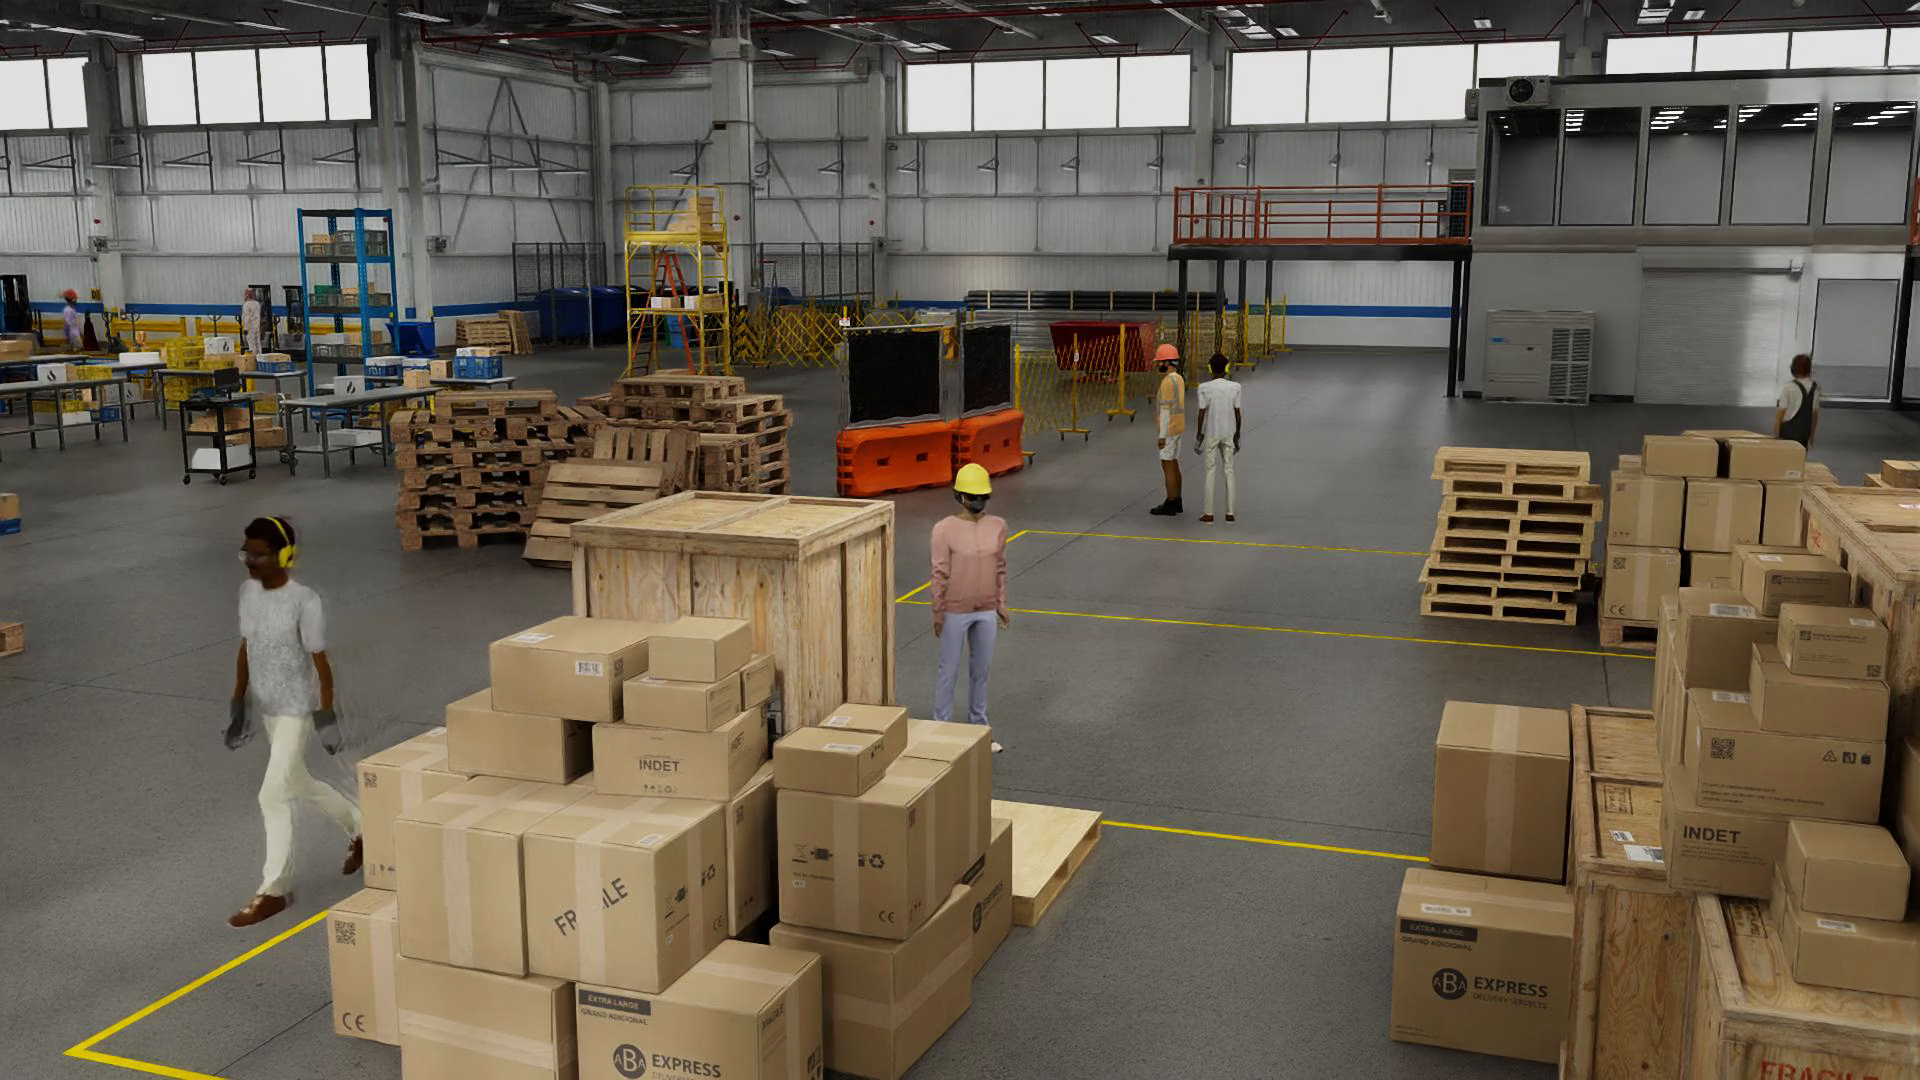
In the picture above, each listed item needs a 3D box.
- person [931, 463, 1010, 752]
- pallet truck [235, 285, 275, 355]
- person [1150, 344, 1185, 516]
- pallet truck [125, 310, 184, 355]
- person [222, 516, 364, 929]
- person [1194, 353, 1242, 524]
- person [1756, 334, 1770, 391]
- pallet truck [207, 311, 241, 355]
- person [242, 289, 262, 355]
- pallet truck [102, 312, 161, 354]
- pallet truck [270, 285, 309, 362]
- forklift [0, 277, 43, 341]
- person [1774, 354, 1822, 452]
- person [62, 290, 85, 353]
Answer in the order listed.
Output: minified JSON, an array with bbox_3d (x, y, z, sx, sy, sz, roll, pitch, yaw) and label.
[{"bbox_3d":[0.071,0.420,9.850,0.527,1.768,0.331,-6,12,-31],"label":"person"},{"bbox_3d":[-18.327,-5.835,44.421,0.823,1.965,1.885,4,11,23],"label":"pallet truck"},{"bbox_3d":[2.335,-1.238,18.744,0.383,1.929,0.538,4,11,20],"label":"person"},{"bbox_3d":[-22.038,-5.665,45.457,0.704,1.261,1.522,3,11,17],"label":"pallet truck"},{"bbox_3d":[-3.060,0.773,7.691,0.520,1.836,0.886,7,12,33],"label":"person"},{"bbox_3d":[2.819,-1.105,18.164,0.518,1.865,0.326,-1,10,-4],"label":"person"},{"bbox_3d":[15.501,-3.477,32.136,0.268,1.632,0.506,-2,10,-13],"label":"person"},{"bbox_3d":[-19.537,-5.575,44.913,0.653,1.274,1.630,3,11,19],"label":"pallet truck"},{"bbox_3d":[-17.927,-5.370,42.048,0.409,1.913,0.649,1,10,5],"label":"person"},{"bbox_3d":[-23.057,-5.777,46.261,0.680,1.201,1.601,3,11,19],"label":"pallet truck"},{"bbox_3d":[-17.147,-5.700,43.663,0.823,1.965,1.885,3,11,17],"label":"pallet truck"},{"bbox_3d":[-27.151,-6.329,46.328,1.157,1.987,2.680,3,11,17],"label":"forklift"},{"bbox_3d":[9.300,-1.152,18.501,0.541,1.834,0.541,-3,10,-14],"label":"person"},{"bbox_3d":[-20.518,-4.758,38.327,0.978,2.014,0.606,-4,11,-22],"label":"person"}]
